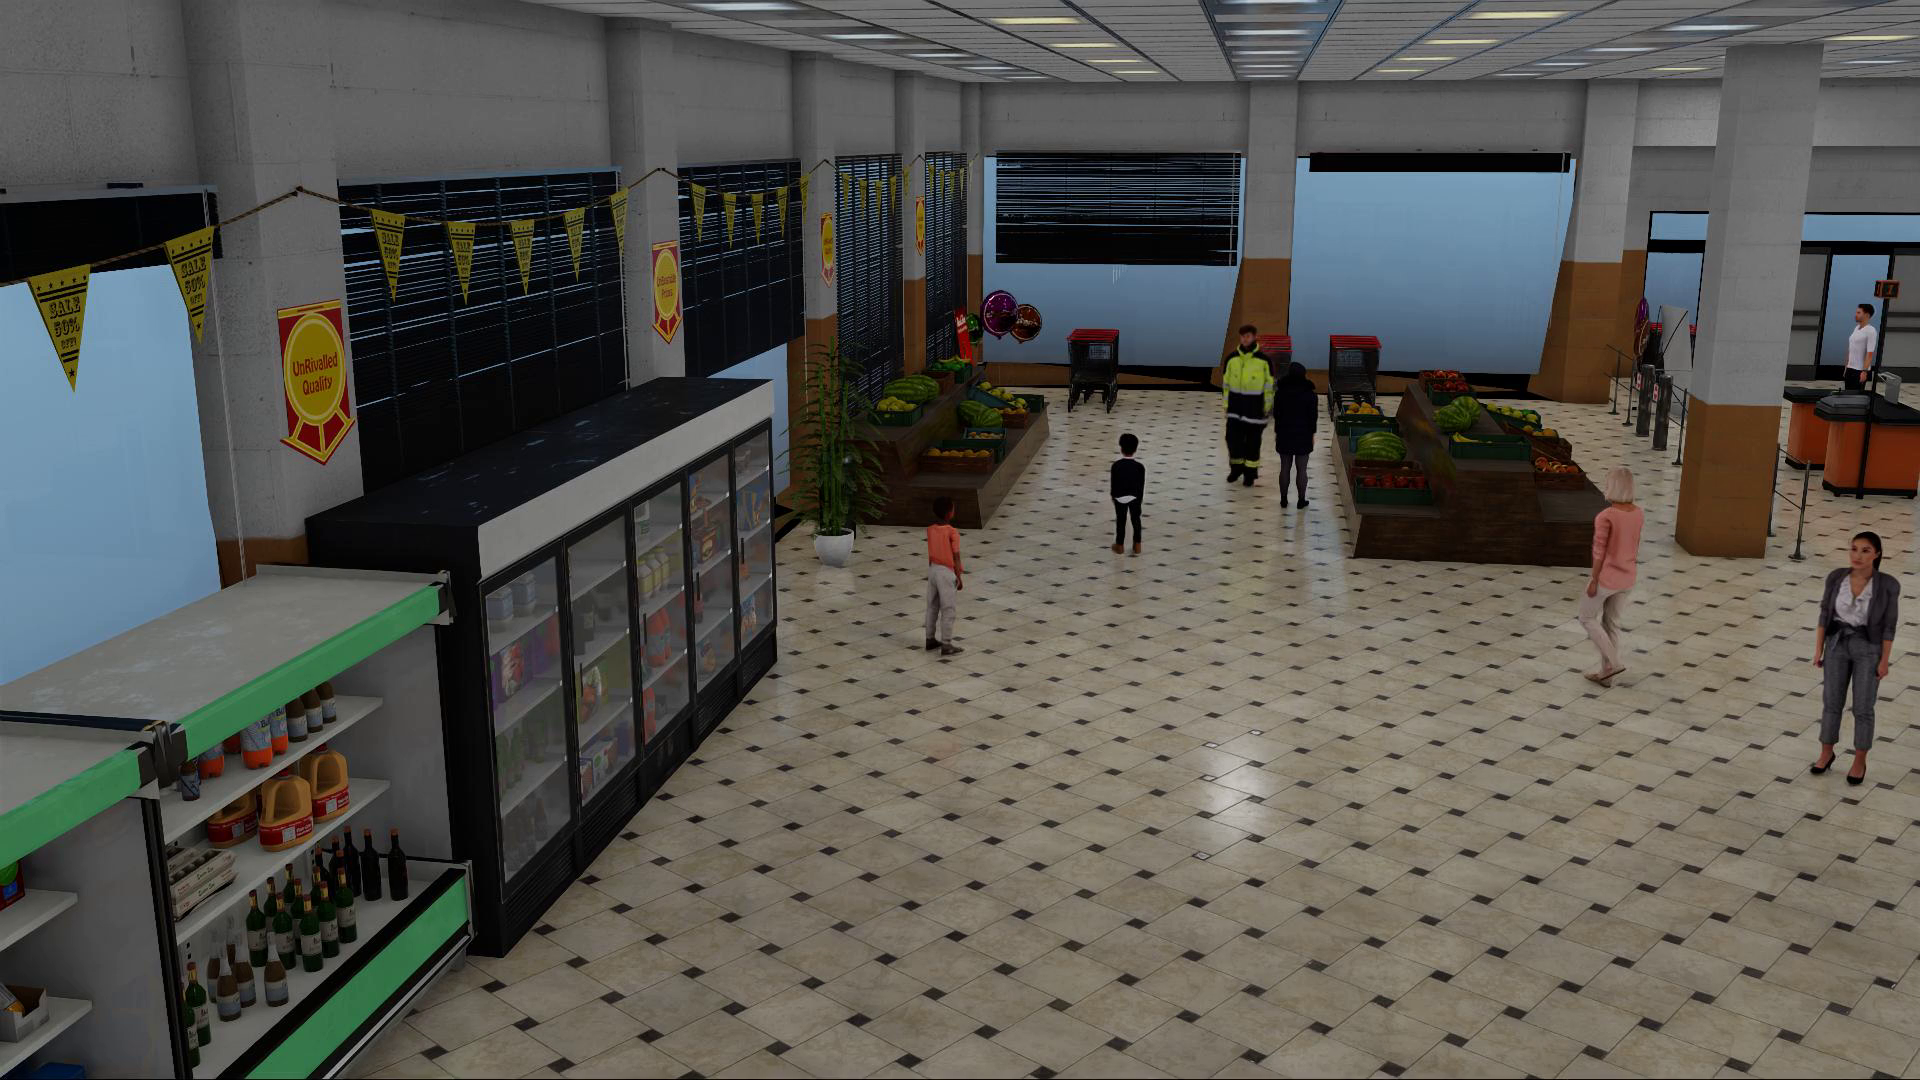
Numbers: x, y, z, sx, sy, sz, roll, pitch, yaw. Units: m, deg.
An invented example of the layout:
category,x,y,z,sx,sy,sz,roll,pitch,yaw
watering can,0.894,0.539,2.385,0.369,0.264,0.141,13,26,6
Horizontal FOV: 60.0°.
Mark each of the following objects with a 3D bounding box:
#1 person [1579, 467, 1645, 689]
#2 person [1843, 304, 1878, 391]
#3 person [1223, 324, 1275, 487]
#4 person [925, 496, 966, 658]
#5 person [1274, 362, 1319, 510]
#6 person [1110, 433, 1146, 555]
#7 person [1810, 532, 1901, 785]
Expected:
category,x,y,z,sx,sy,sz,roll,pitch,yaw
person,5.020,0.315,12.624,0.762,1.709,0.815,-7,15,-26
person,12.796,-2.442,23.691,0.778,1.851,0.555,0,14,-1
person,3.522,-1.641,20.150,0.825,1.964,0.750,5,14,18
person,-0.144,0.289,13.588,0.547,1.306,0.585,13,18,42
person,3.808,-1.139,18.938,0.730,1.559,0.719,6,15,23
person,1.713,-0.472,16.912,0.544,1.218,0.525,-1,14,-3
person,5.857,0.753,10.889,0.754,1.675,0.719,-13,19,-42
